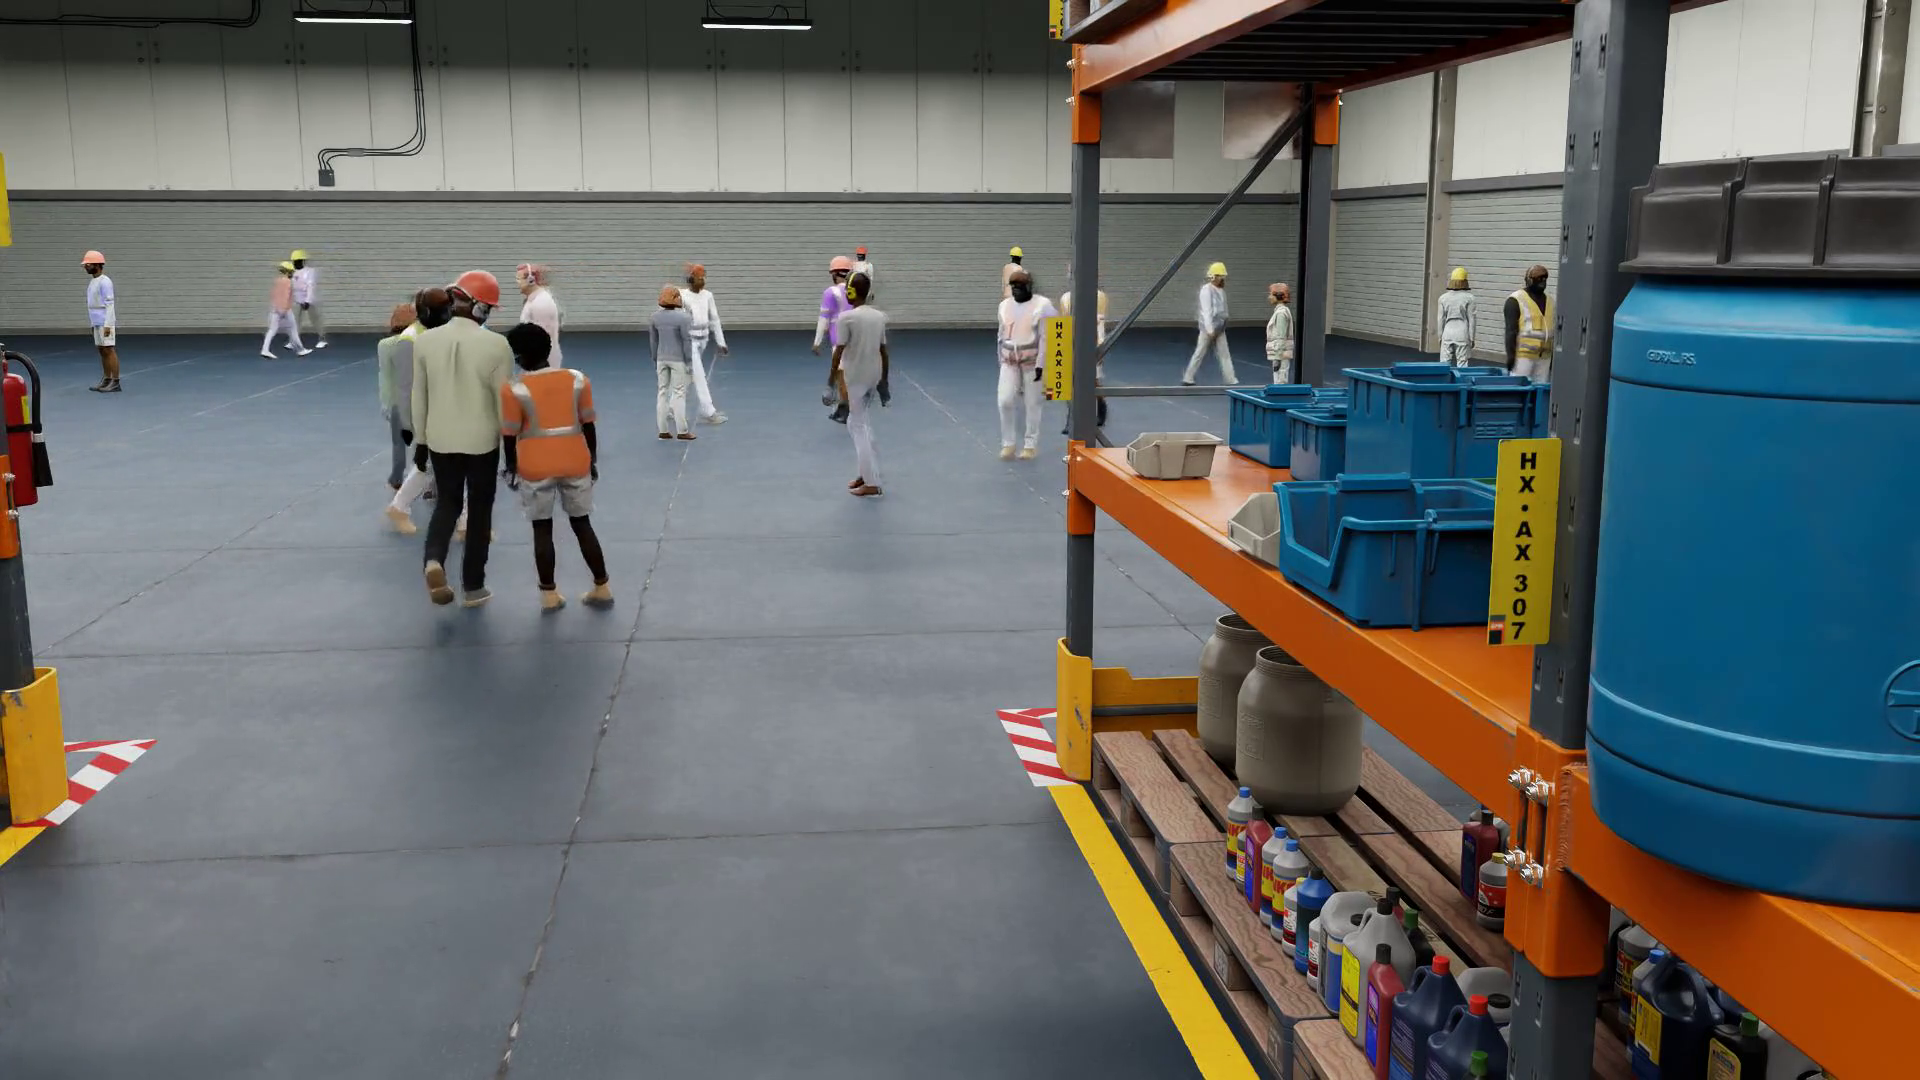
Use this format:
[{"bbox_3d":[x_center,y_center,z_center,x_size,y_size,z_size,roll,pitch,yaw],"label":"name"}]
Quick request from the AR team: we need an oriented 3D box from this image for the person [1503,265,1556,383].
[{"bbox_3d":[5.910,-1.914,17.209,0.633,1.841,0.429,-4,11,-22],"label":"person"}]

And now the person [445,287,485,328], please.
[{"bbox_3d":[-4.488,-1.415,14.884,0.531,1.692,0.320,-5,11,-25],"label":"person"}]

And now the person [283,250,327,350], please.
[{"bbox_3d":[-12.530,-4.577,31.738,0.591,1.877,1.030,4,11,19],"label":"person"}]

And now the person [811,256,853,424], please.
[{"bbox_3d":[-1.406,-2.286,19.083,0.718,1.906,0.563,8,13,37],"label":"person"}]

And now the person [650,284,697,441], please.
[{"bbox_3d":[-3.014,-1.855,17.450,0.500,1.636,0.280,5,11,25],"label":"person"}]

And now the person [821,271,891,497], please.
[{"bbox_3d":[-0.877,-1.272,13.693,0.580,1.849,0.517,7,13,35],"label":"person"}]

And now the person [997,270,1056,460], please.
[{"bbox_3d":[0.588,-1.653,15.859,0.622,1.819,0.574,5,11,24],"label":"person"}]

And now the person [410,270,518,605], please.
[{"bbox_3d":[-2.839,-0.553,9.474,0.631,1.955,0.632,1,10,5],"label":"person"}]

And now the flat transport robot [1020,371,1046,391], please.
[{"bbox_3d":[0.997,-2.224,23.217,0.652,0.197,1.431,0,10,1],"label":"flat transport robot"}]

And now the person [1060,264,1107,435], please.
[{"bbox_3d":[1.365,-2.124,18.203,0.543,1.905,0.842,5,11,24],"label":"person"}]

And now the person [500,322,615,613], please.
[{"bbox_3d":[-2.291,-0.397,9.408,0.593,1.662,0.357,-6,12,-30],"label":"person"}]

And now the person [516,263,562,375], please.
[{"bbox_3d":[-3.987,-1.706,15.958,0.494,1.889,0.660,-4,11,-21],"label":"person"}]

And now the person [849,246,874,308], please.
[{"bbox_3d":[-2.106,-5.329,35.665,0.543,1.939,0.359,2,11,11],"label":"person"}]

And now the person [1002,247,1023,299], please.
[{"bbox_3d":[1.085,-4.840,33.014,0.384,1.925,0.593,-7,12,-33],"label":"person"}]

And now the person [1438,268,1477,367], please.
[{"bbox_3d":[6.268,-2.554,20.987,0.487,1.746,0.289,7,12,34],"label":"person"}]

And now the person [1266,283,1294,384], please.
[{"bbox_3d":[3.456,-1.956,18.004,0.310,1.636,0.523,2,11,11],"label":"person"}]

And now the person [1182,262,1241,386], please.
[{"bbox_3d":[3.486,-2.923,22.919,0.942,1.784,0.616,8,13,36],"label":"person"}]

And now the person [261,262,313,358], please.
[{"bbox_3d":[-12.002,-4.069,29.451,0.527,1.684,0.986,8,13,36],"label":"person"}]

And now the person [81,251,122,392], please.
[{"bbox_3d":[-11.827,-2.998,22.885,0.542,1.939,0.362,10,14,43],"label":"person"}]

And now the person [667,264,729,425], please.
[{"bbox_3d":[-3.076,-2.251,19.133,1.021,1.839,0.590,7,13,34],"label":"person"}]

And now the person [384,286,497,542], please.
[{"bbox_3d":[-3.741,-0.892,11.744,0.949,1.800,0.616,3,11,15],"label":"person"}]

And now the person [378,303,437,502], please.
[{"bbox_3d":[-4.493,-1.130,13.597,0.533,1.587,0.855,-6,12,-30],"label":"person"}]
